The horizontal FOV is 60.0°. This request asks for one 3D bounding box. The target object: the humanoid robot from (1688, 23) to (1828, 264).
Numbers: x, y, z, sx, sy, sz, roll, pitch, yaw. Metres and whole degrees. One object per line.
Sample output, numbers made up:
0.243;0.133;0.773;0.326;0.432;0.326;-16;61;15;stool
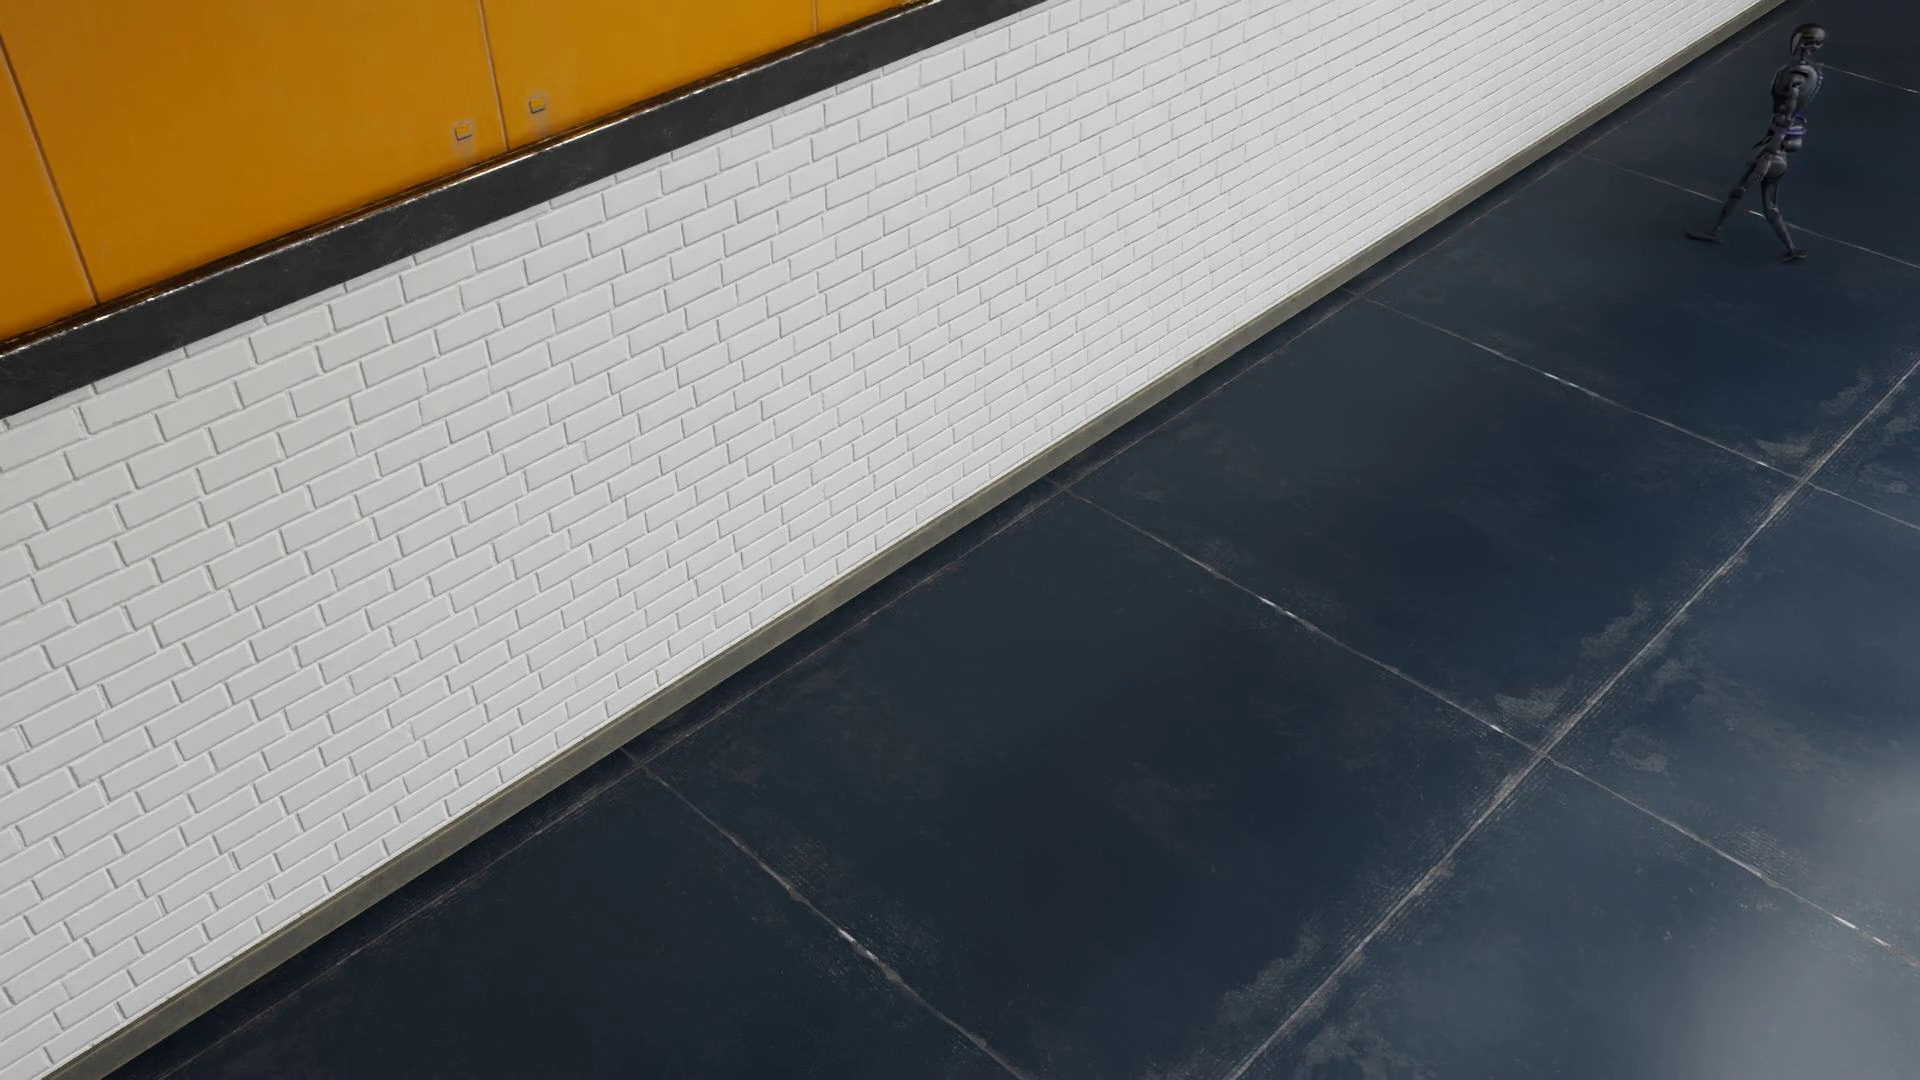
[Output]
5.495;-2.642;11.149;0.779;1.646;0.612;16;41;19;humanoid robot
